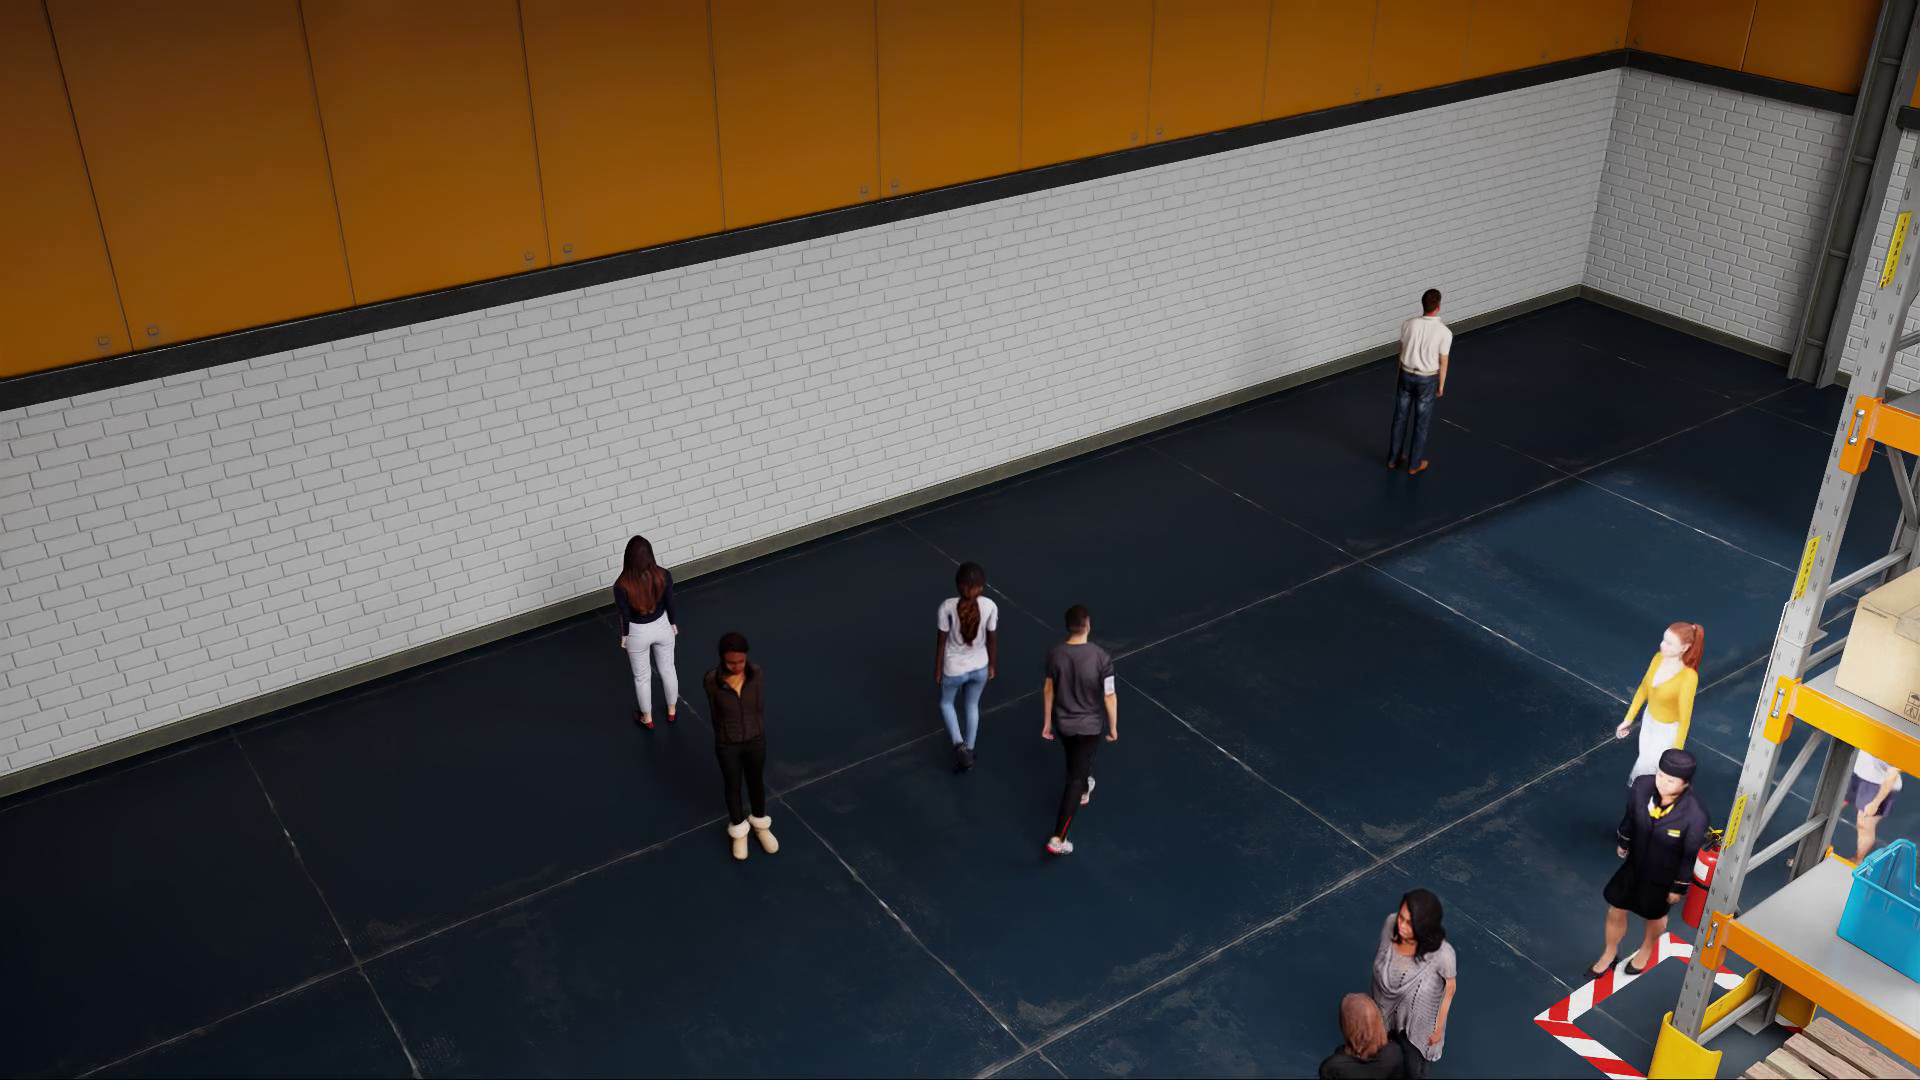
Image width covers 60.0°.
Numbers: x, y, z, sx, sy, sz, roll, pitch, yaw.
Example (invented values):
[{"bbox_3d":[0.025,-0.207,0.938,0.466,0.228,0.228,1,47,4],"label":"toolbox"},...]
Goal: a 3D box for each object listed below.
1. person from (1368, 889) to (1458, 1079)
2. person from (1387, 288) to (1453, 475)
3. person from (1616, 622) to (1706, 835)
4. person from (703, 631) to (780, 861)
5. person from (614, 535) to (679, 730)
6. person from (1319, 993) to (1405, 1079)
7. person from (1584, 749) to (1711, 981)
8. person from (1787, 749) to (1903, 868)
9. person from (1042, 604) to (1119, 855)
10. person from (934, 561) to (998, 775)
[{"bbox_3d":[2.424,2.516,8.985,0.704,1.608,0.606,-22,35,-34],"label":"person"},{"bbox_3d":[4.448,-1.551,16.187,0.628,1.851,0.782,19,34,31],"label":"person"},{"bbox_3d":[4.754,1.292,11.097,0.746,1.735,0.664,-2,29,-4],"label":"person"},{"bbox_3d":[-1.475,1.324,11.113,0.621,1.664,0.686,-13,31,-23],"label":"person"},{"bbox_3d":[-2.321,0.677,12.357,0.626,1.608,0.572,-14,32,-24],"label":"person"},{"bbox_3d":[1.974,2.959,8.093,0.706,1.686,0.720,-6,29,-10],"label":"person"},{"bbox_3d":[4.227,1.942,9.983,0.759,1.660,0.660,-19,34,-31],"label":"person"},{"bbox_3d":[5.974,1.557,10.814,0.756,1.541,0.754,-8,30,-14],"label":"person"},{"bbox_3d":[0.748,1.296,11.111,1.237,1.714,1.154,12,31,21],"label":"person"},{"bbox_3d":[0.049,0.956,11.736,0.749,1.713,0.837,-6,29,-11],"label":"person"}]
